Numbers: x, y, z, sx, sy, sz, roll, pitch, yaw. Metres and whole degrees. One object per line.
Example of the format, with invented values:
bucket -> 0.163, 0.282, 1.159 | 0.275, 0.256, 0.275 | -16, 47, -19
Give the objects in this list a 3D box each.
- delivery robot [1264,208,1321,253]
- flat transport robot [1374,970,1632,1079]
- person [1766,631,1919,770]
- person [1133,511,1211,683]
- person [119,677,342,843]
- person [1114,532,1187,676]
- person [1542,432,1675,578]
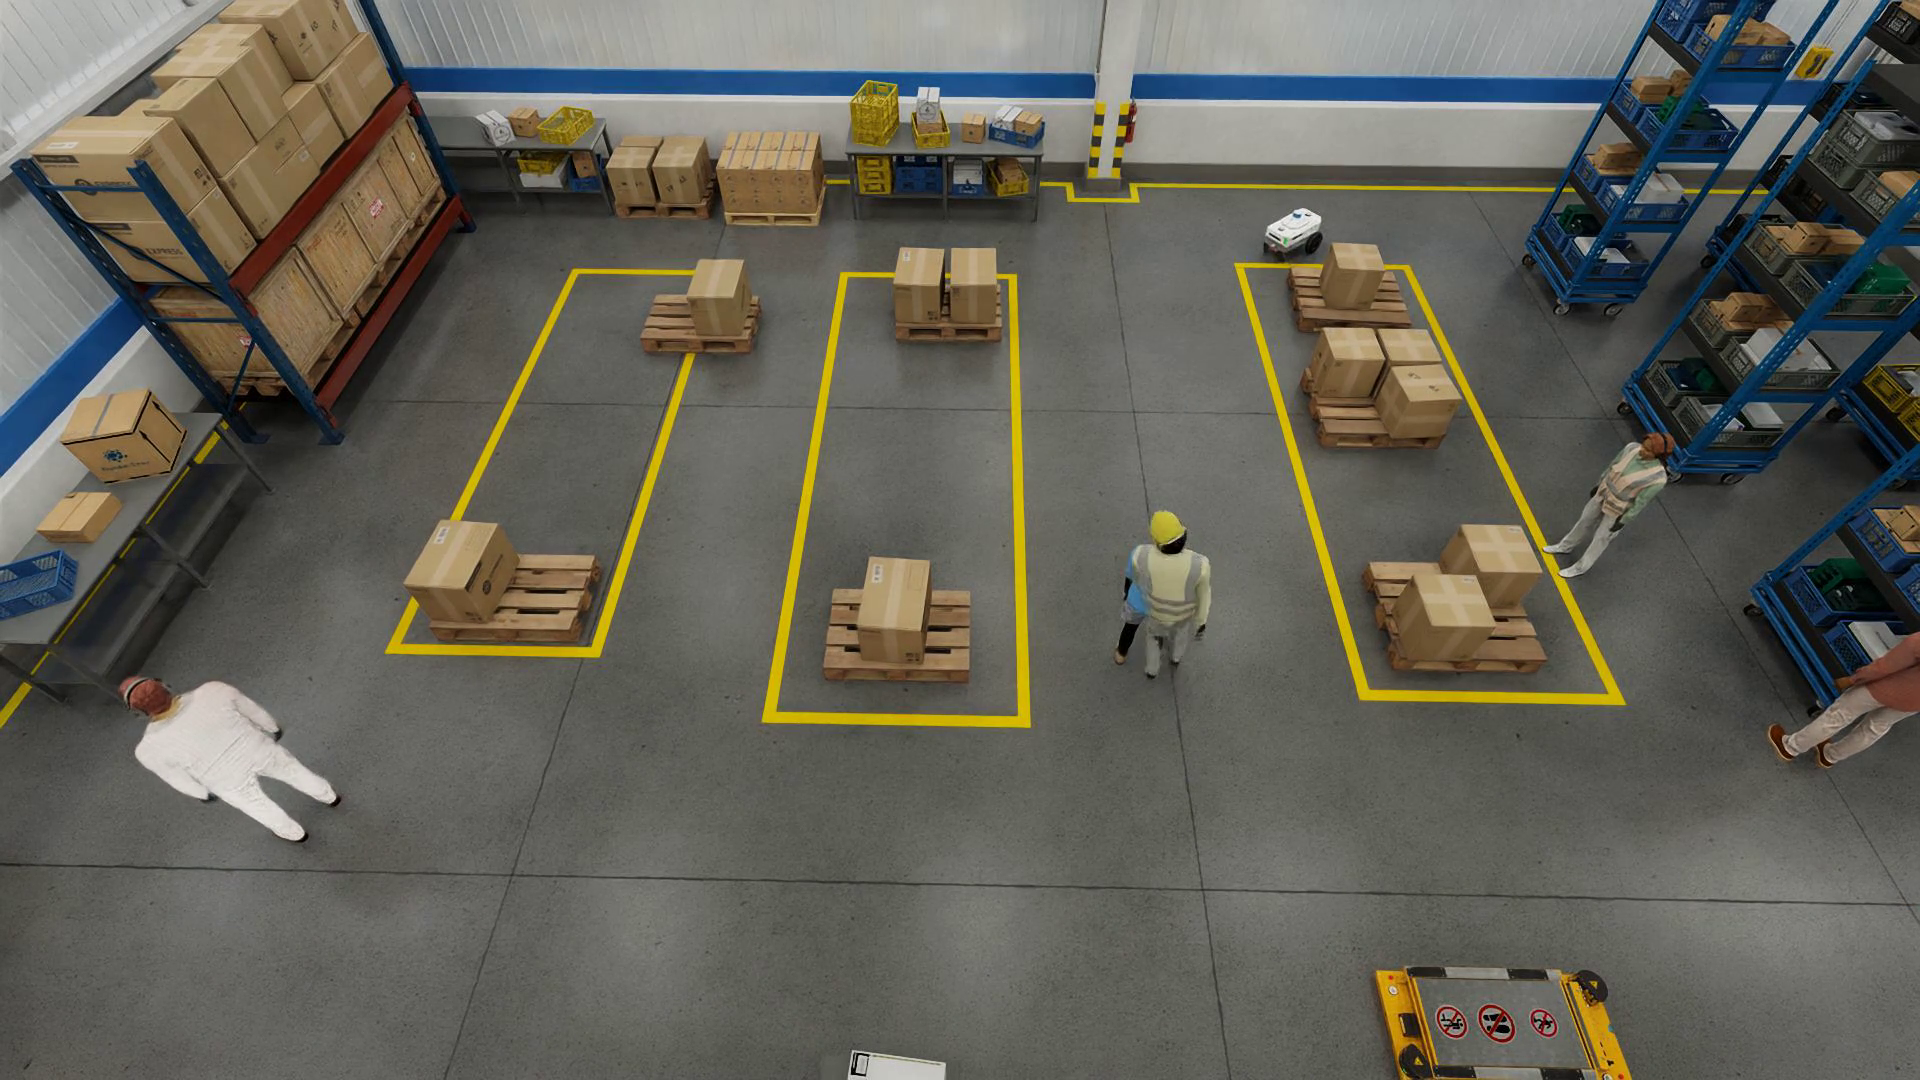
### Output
delivery robot -> 4.128, -3.855, 11.371 | 0.707, 0.478, 0.477 | -31, 57, -23
flat transport robot -> 3.501, 3.133, 5.914 | 1.431, 0.197, 0.652 | 1, 51, 1
person -> 6.652, 1.052, 6.507 | 0.612, 1.995, 0.376 | 13, 52, 10
person -> 1.619, 0.428, 7.149 | 0.637, 1.779, 0.566 | 13, 52, 11
person -> -4.946, 1.479, 6.223 | 0.398, 1.900, 0.653 | 19, 53, 15
person -> 1.514, 0.476, 7.169 | 0.533, 1.691, 0.320 | 20, 54, 16
person -> 5.583, -0.303, 7.843 | 0.311, 1.630, 0.506 | -2, 51, -2
